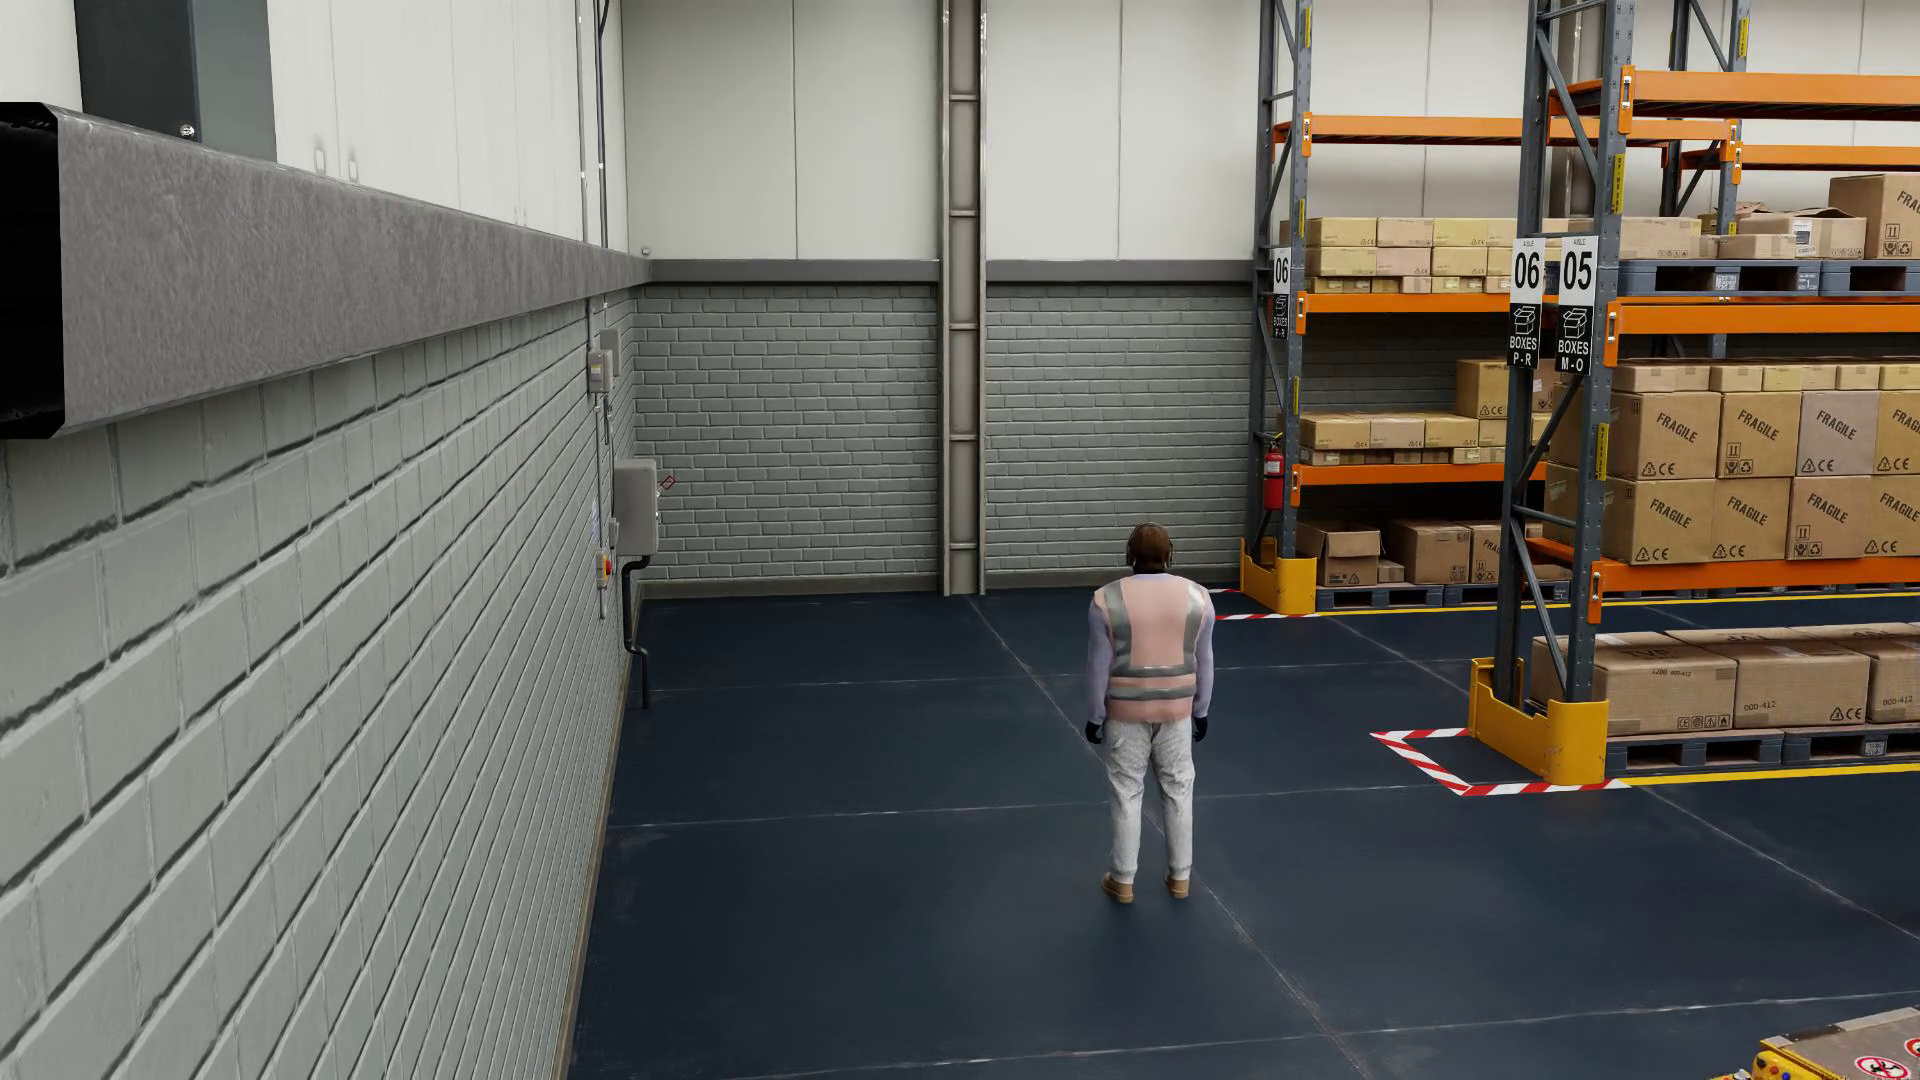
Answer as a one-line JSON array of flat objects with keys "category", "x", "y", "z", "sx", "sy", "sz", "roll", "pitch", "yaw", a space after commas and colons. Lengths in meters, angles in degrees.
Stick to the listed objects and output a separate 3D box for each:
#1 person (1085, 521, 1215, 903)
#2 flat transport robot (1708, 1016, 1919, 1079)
[{"category": "person", "x": 0.902, "y": 0.825, "z": 8.019, "sx": 0.632, "sy": 1.842, "sz": 0.429, "roll": -1, "pitch": 9, "yaw": -9}, {"category": "flat transport robot", "x": 3.457, "y": 1.942, "z": 5.959, "sx": 1.431, "sy": 0.197, "sz": 0.652, "roll": -4, "pitch": 10, "yaw": -21}]
